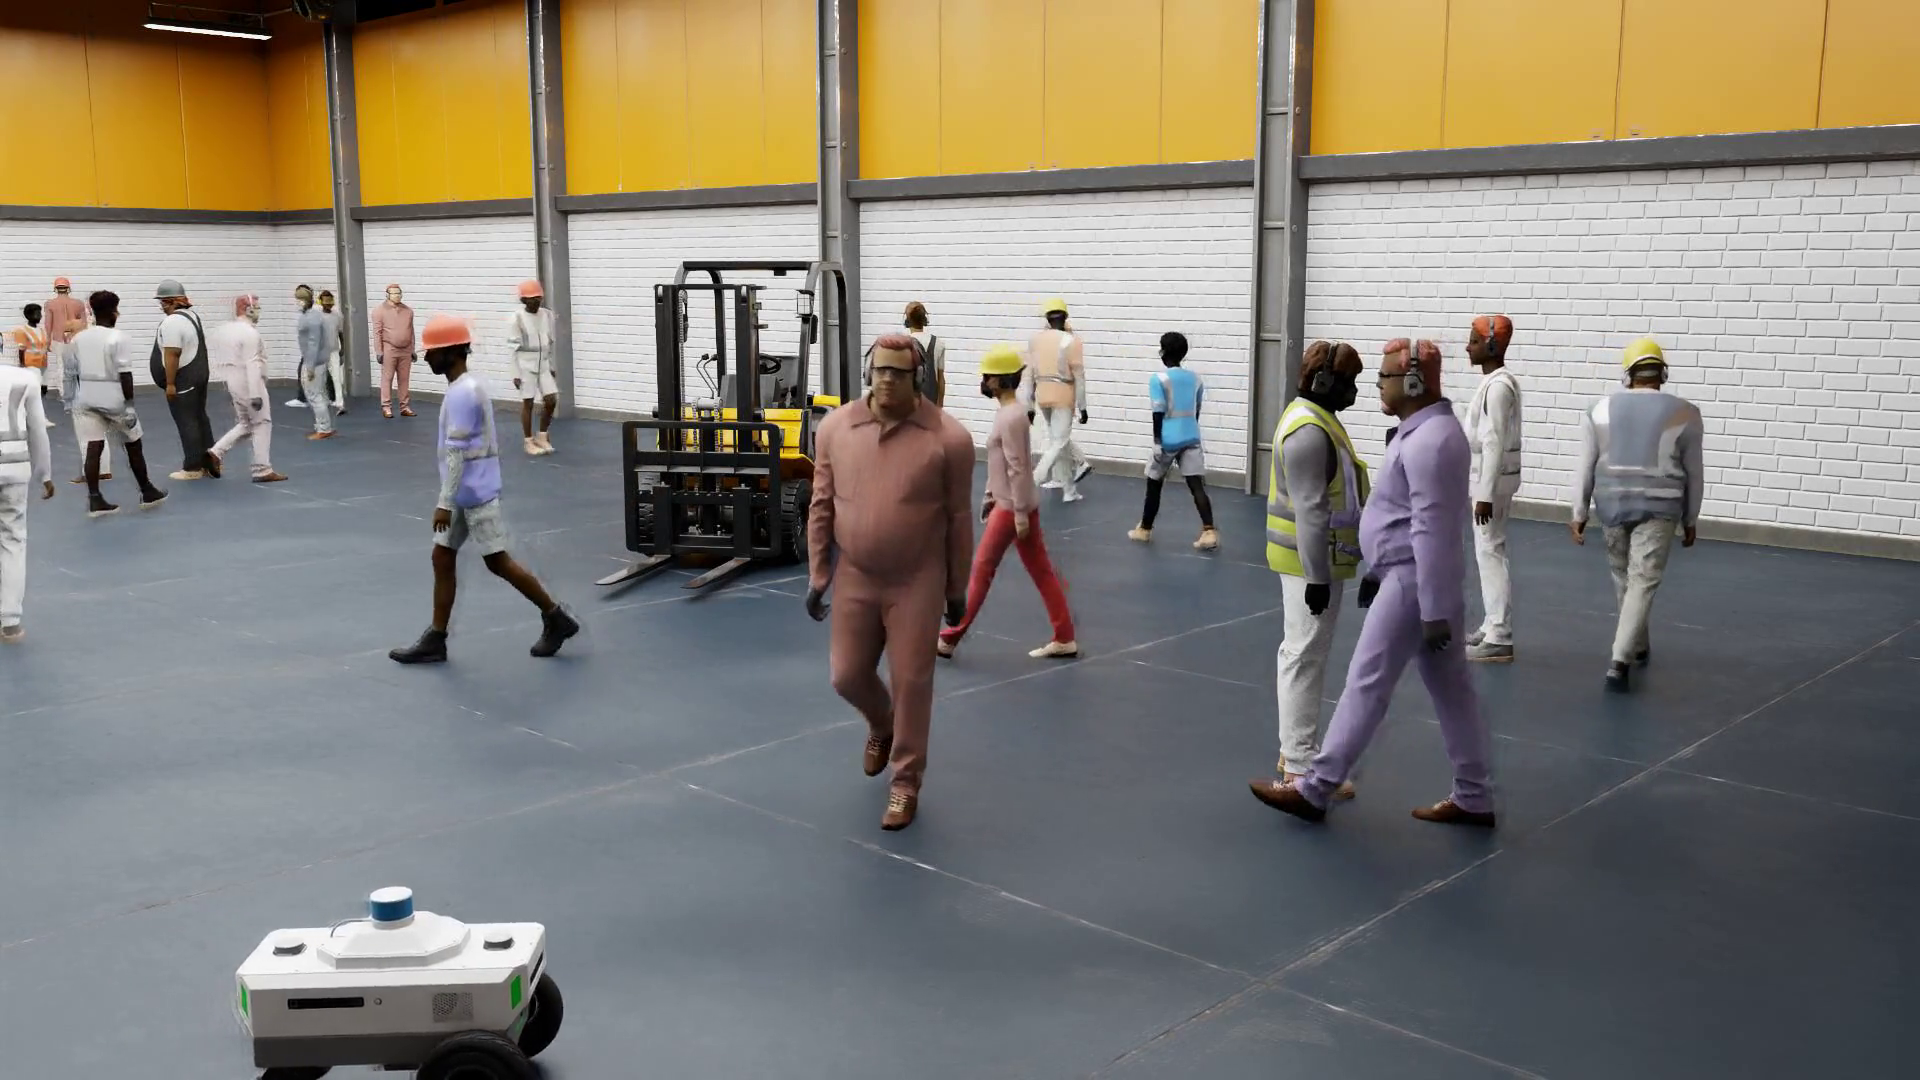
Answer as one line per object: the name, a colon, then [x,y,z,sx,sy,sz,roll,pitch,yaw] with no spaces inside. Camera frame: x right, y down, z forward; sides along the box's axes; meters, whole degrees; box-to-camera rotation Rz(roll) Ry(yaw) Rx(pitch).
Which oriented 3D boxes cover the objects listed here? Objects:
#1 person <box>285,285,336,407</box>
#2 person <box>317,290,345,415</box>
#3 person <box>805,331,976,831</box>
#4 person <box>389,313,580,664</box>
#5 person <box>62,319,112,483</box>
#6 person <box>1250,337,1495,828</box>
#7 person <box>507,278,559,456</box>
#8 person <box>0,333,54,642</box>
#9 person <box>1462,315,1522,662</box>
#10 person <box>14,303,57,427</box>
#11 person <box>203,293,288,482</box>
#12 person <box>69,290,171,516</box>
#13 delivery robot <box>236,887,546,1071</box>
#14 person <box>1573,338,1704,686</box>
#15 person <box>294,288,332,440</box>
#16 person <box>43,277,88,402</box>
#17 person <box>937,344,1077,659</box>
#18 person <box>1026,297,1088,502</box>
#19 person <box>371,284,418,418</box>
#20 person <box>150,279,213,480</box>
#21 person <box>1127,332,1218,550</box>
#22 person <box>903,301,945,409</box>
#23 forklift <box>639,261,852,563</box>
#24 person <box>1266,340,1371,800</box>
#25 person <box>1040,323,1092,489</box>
person: [-10.017,-2.966,25.539,0.930,1.866,0.655,-4,10,-23]
person: [-9.197,-2.725,24.234,0.482,1.811,1.009,-5,11,-30]
person: [-0.257,0.132,6.454,0.654,1.889,0.595,2,10,13]
person: [-2.564,-0.270,8.944,0.968,1.904,0.553,-3,10,-19]
person: [-8.699,-1.377,16.533,0.282,1.626,0.501,2,9,12]
person: [1.615,0.174,6.306,0.964,1.863,0.652,4,10,21]
person: [-4.798,-1.936,18.783,0.541,2.010,0.663,8,13,42]
person: [-5.547,-0.351,9.546,0.588,1.855,0.619,-5,10,-27]
person: [2.877,-0.281,9.051,0.345,1.875,0.574,3,10,15]
person: [-12.486,-2.344,22.315,0.661,1.673,0.533,2,9,10]
person: [-7.093,-1.490,16.424,0.676,1.882,0.654,-9,13,-44]
person: [-7.343,-1.204,14.513,0.638,1.927,0.913,2,9,12]
delivery robot: [-1.424,1.121,4.197,0.707,0.478,0.477,-1,9,-4]
person: [3.494,-0.149,8.593,0.608,1.768,0.928,7,11,35]
person: [-8.012,-2.166,20.554,0.406,1.894,0.736,-5,10,-27]
person: [-14.296,-3.207,26.624,0.621,1.989,0.398,-7,11,-35]
person: [0.209,-0.186,8.950,0.935,1.716,0.548,1,9,5]
person: [0.821,-1.236,14.948,0.621,1.877,0.844,8,12,41]
person: [-8.049,-2.700,23.780,0.399,1.908,0.643,8,12,41]
person: [-7.912,-1.639,16.862,0.536,2.000,0.701,-1,9,-4]
person: [1.660,-0.753,12.636,0.545,1.649,0.880,-6,11,-32]
person: [-0.358,-1.128,14.333,0.517,1.841,0.325,-6,11,-34]
forklift: [-1.552,-1.040,12.721,1.214,2.155,2.313,2,9,11]
person: [1.458,0.111,6.762,0.429,1.838,0.622,2,9,10]
person: [0.984,-1.289,15.998,0.400,1.624,0.522,3,10,20]
